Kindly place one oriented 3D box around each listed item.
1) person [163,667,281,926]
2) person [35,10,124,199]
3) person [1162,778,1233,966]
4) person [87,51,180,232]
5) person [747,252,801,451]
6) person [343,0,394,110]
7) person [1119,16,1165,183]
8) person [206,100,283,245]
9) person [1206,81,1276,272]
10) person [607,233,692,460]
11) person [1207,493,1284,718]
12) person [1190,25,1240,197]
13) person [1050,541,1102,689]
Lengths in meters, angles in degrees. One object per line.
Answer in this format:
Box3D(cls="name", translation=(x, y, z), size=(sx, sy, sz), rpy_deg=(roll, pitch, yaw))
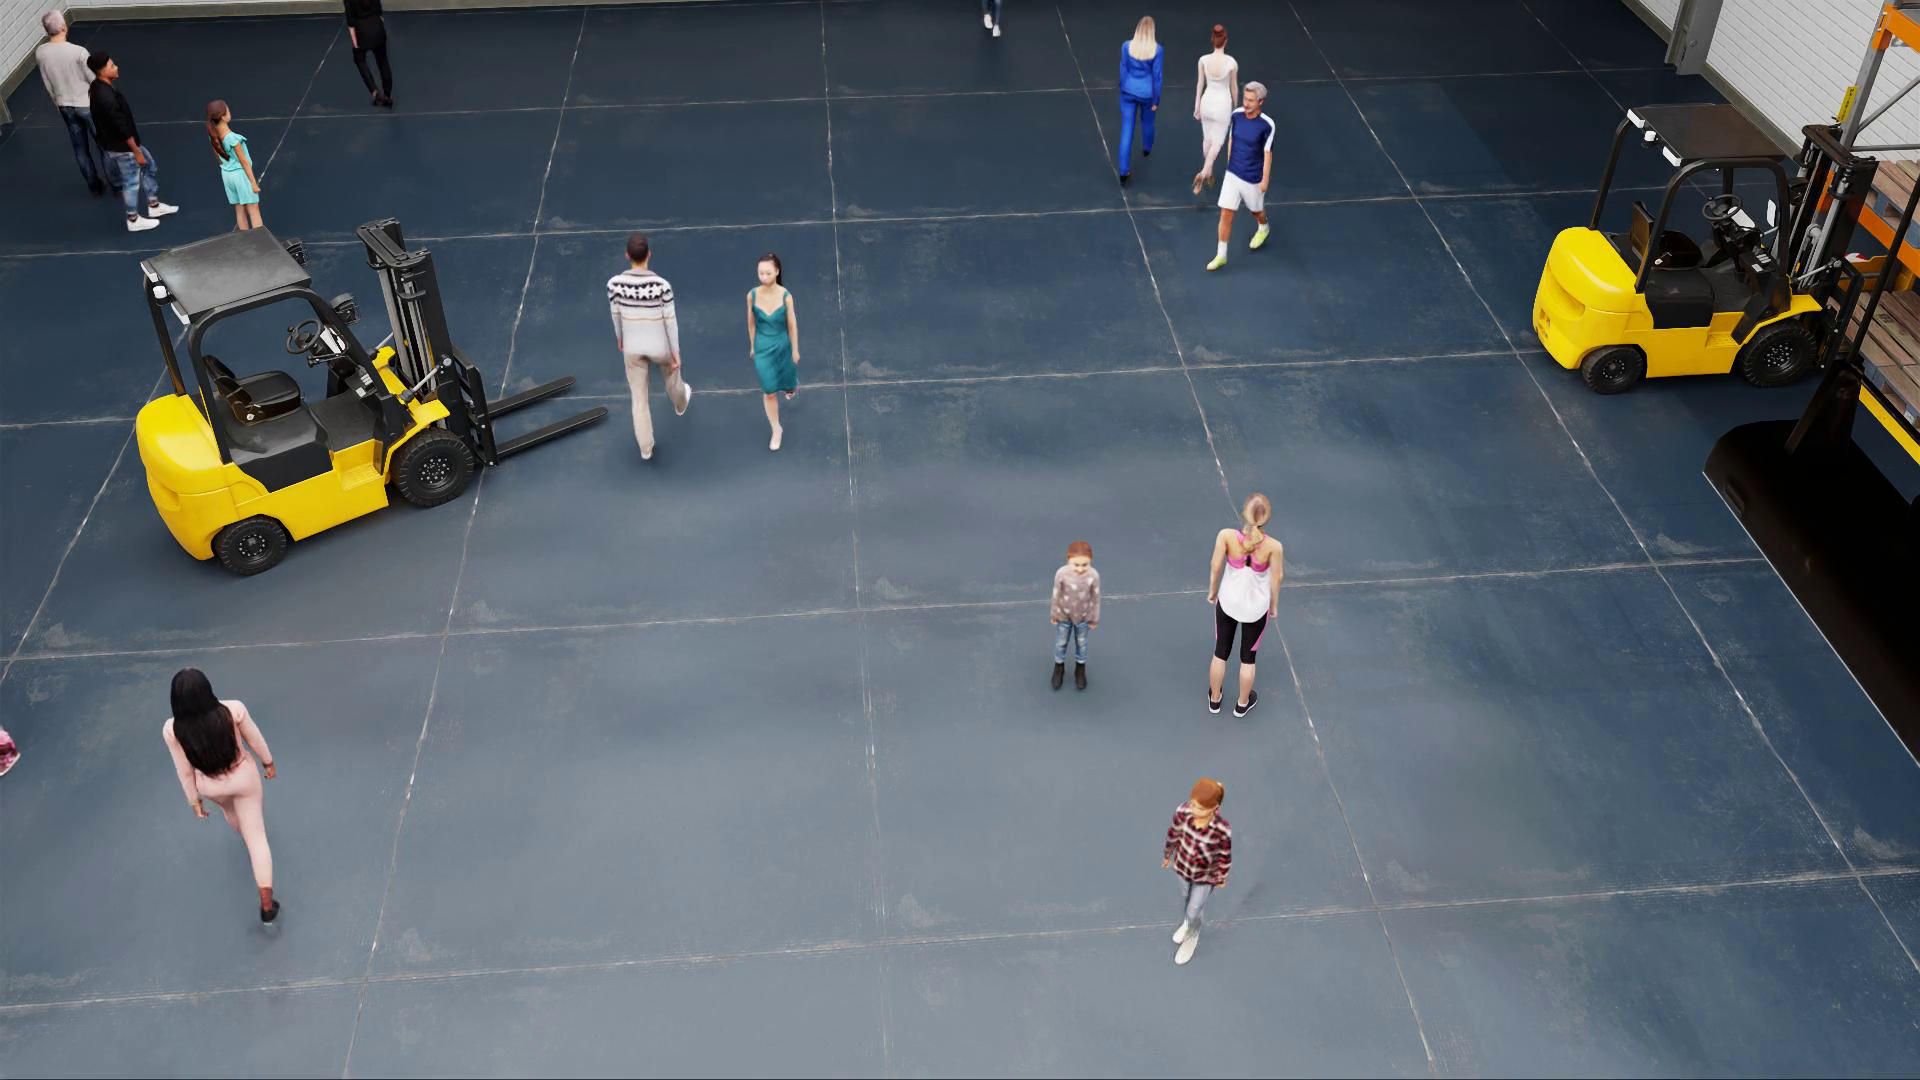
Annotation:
Box3D(cls="person", translation=(-4.186, 1.479, 9.562), size=(0.877, 1.678, 1.242), rpy_deg=(-14, 41, -16))
Box3D(cls="person", translation=(-8.811, -4.346, 16.669), size=(0.763, 1.911, 0.667), rpy_deg=(1, 39, 2))
Box3D(cls="person", translation=(1.386, 1.803, 9.459), size=(0.682, 1.300, 0.742), rpy_deg=(28, 47, 31))
Box3D(cls="person", translation=(-8.220, -3.836, 16.126), size=(0.924, 1.792, 0.852), rpy_deg=(-20, 43, -24))
Box3D(cls="person", translation=(-1.472, -1.548, 13.362), size=(0.667, 1.667, 0.935), rpy_deg=(4, 39, 5))
Box3D(cls="person", translation=(-6.480, -5.540, 18.375), size=(0.706, 1.649, 0.745), rpy_deg=(-29, 47, -31))
Box3D(cls="person", translation=(1.803, -4.483, 17.046), size=(0.881, 1.654, 1.220), rpy_deg=(9, 40, 11))
Box3D(cls="person", translation=(-6.868, -3.448, 15.827), size=(0.644, 1.558, 0.679), rpy_deg=(17, 42, 20))
Box3D(cls="person", translation=(2.745, -3.456, 15.643), size=(1.136, 1.800, 1.213), rpy_deg=(26, 45, 28))
Box3D(cls="person", translation=(-2.490, -1.477, 13.154), size=(0.744, 1.815, 1.162), rpy_deg=(0, 39, 0))
Box3D(cls="person", translation=(1.829, 0.429, 10.791), size=(0.681, 1.785, 0.654), rpy_deg=(12, 40, 15))
Box3D(cls="person", translation=(2.532, -4.249, 16.654), size=(0.874, 1.778, 1.005), rpy_deg=(18, 42, 21))
Box3D(cls="person", translation=(0.773, 0.479, 11.201), size=(0.511, 1.194, 0.510), rpy_deg=(3, 39, 4))
